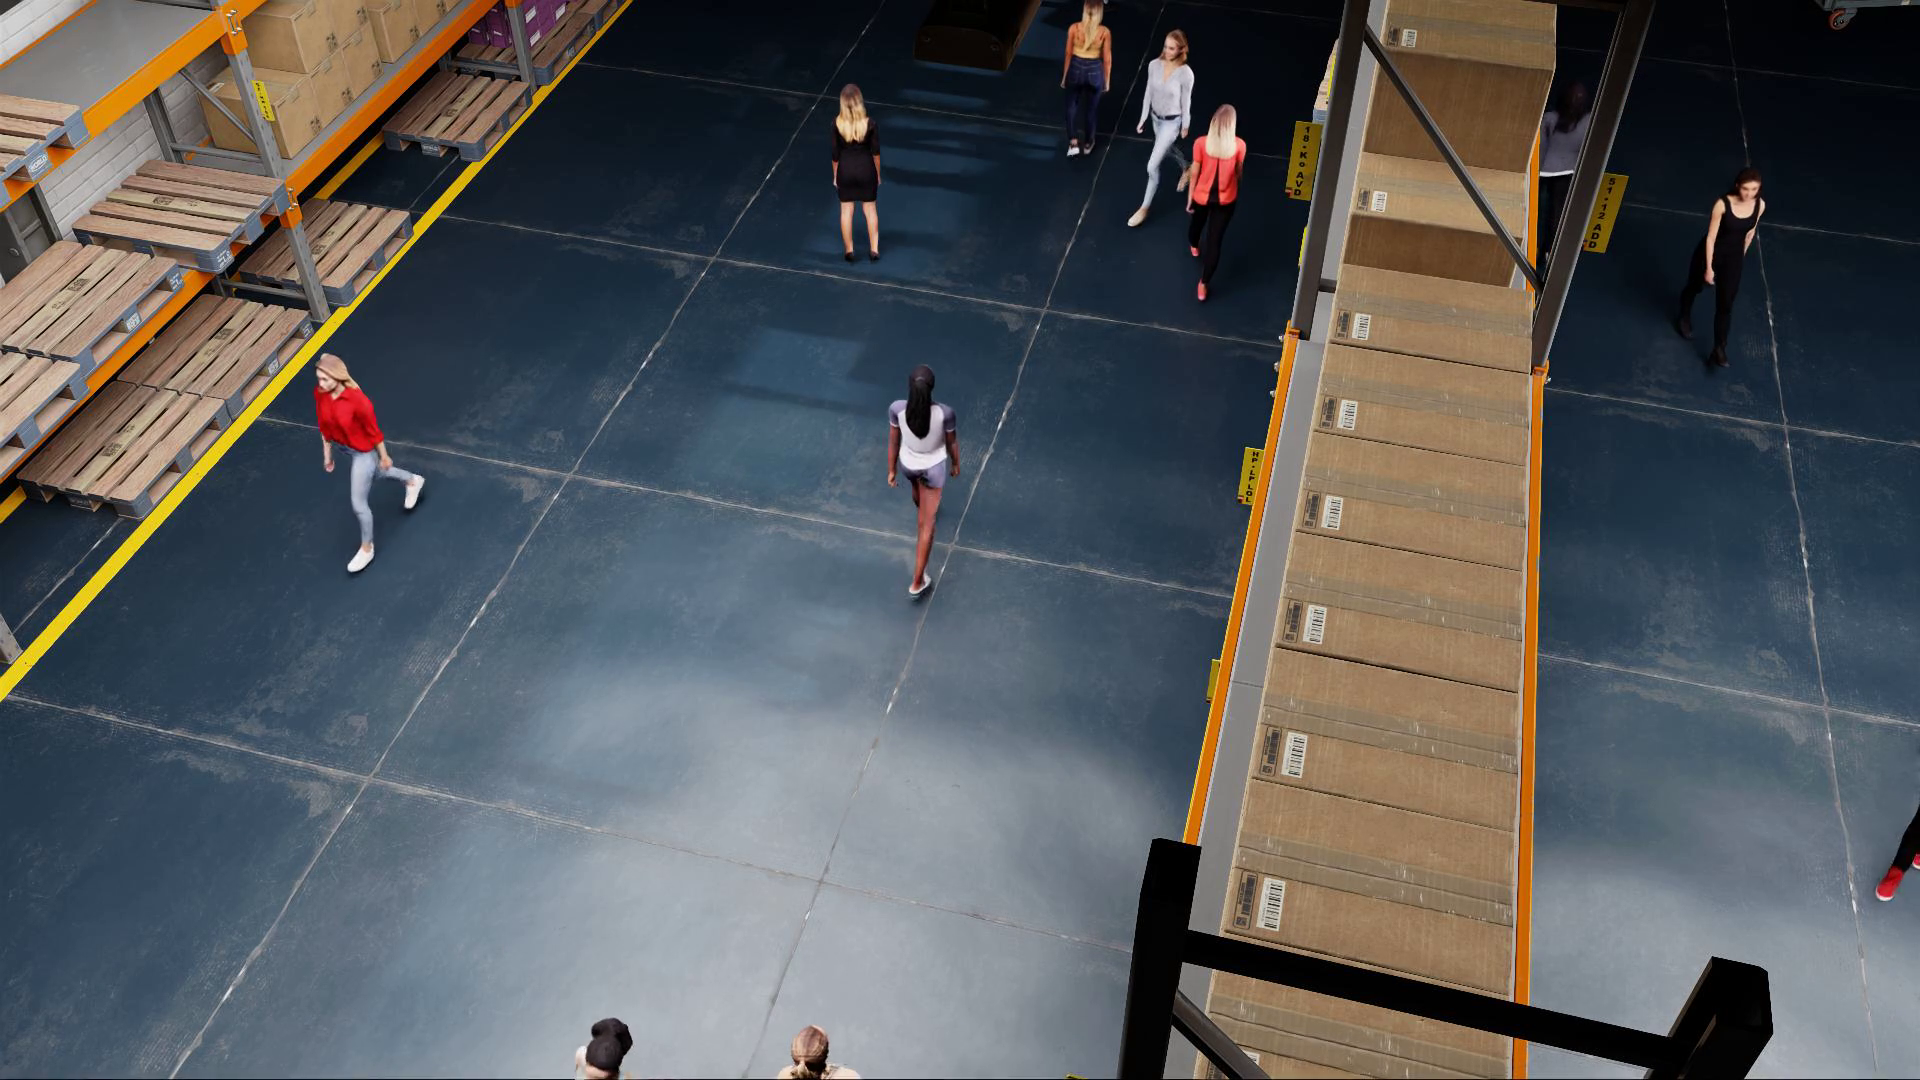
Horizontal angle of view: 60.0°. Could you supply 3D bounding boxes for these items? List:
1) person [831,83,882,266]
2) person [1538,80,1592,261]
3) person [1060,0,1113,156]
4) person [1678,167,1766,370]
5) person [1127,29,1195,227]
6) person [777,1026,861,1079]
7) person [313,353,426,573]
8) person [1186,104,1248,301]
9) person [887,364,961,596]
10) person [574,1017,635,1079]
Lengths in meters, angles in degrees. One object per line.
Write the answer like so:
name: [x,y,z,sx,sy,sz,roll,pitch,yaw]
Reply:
person: [-0.881,-3.087,14.110,0.608,1.675,0.566,-1,44,-1]
person: [5.106,-3.144,14.251,0.778,1.562,1.085,4,44,4]
person: [1.155,-4.243,15.362,0.679,1.621,0.812,4,44,5]
person: [6.024,-2.288,13.288,0.778,1.652,1.124,-1,44,-1]
person: [1.861,-3.700,14.695,1.272,1.755,1.015,-34,53,-30]
person: [-0.641,2.880,7.843,0.606,1.679,1.062,7,44,8]
person: [-4.133,-0.656,11.562,0.777,1.669,1.199,19,47,19]
person: [2.092,-2.753,13.774,0.629,1.653,1.083,7,44,8]
person: [-0.265,-0.398,11.292,0.660,1.668,1.226,8,44,8]
person: [-1.571,2.753,7.939,1.221,1.731,1.065,-26,50,-25]
